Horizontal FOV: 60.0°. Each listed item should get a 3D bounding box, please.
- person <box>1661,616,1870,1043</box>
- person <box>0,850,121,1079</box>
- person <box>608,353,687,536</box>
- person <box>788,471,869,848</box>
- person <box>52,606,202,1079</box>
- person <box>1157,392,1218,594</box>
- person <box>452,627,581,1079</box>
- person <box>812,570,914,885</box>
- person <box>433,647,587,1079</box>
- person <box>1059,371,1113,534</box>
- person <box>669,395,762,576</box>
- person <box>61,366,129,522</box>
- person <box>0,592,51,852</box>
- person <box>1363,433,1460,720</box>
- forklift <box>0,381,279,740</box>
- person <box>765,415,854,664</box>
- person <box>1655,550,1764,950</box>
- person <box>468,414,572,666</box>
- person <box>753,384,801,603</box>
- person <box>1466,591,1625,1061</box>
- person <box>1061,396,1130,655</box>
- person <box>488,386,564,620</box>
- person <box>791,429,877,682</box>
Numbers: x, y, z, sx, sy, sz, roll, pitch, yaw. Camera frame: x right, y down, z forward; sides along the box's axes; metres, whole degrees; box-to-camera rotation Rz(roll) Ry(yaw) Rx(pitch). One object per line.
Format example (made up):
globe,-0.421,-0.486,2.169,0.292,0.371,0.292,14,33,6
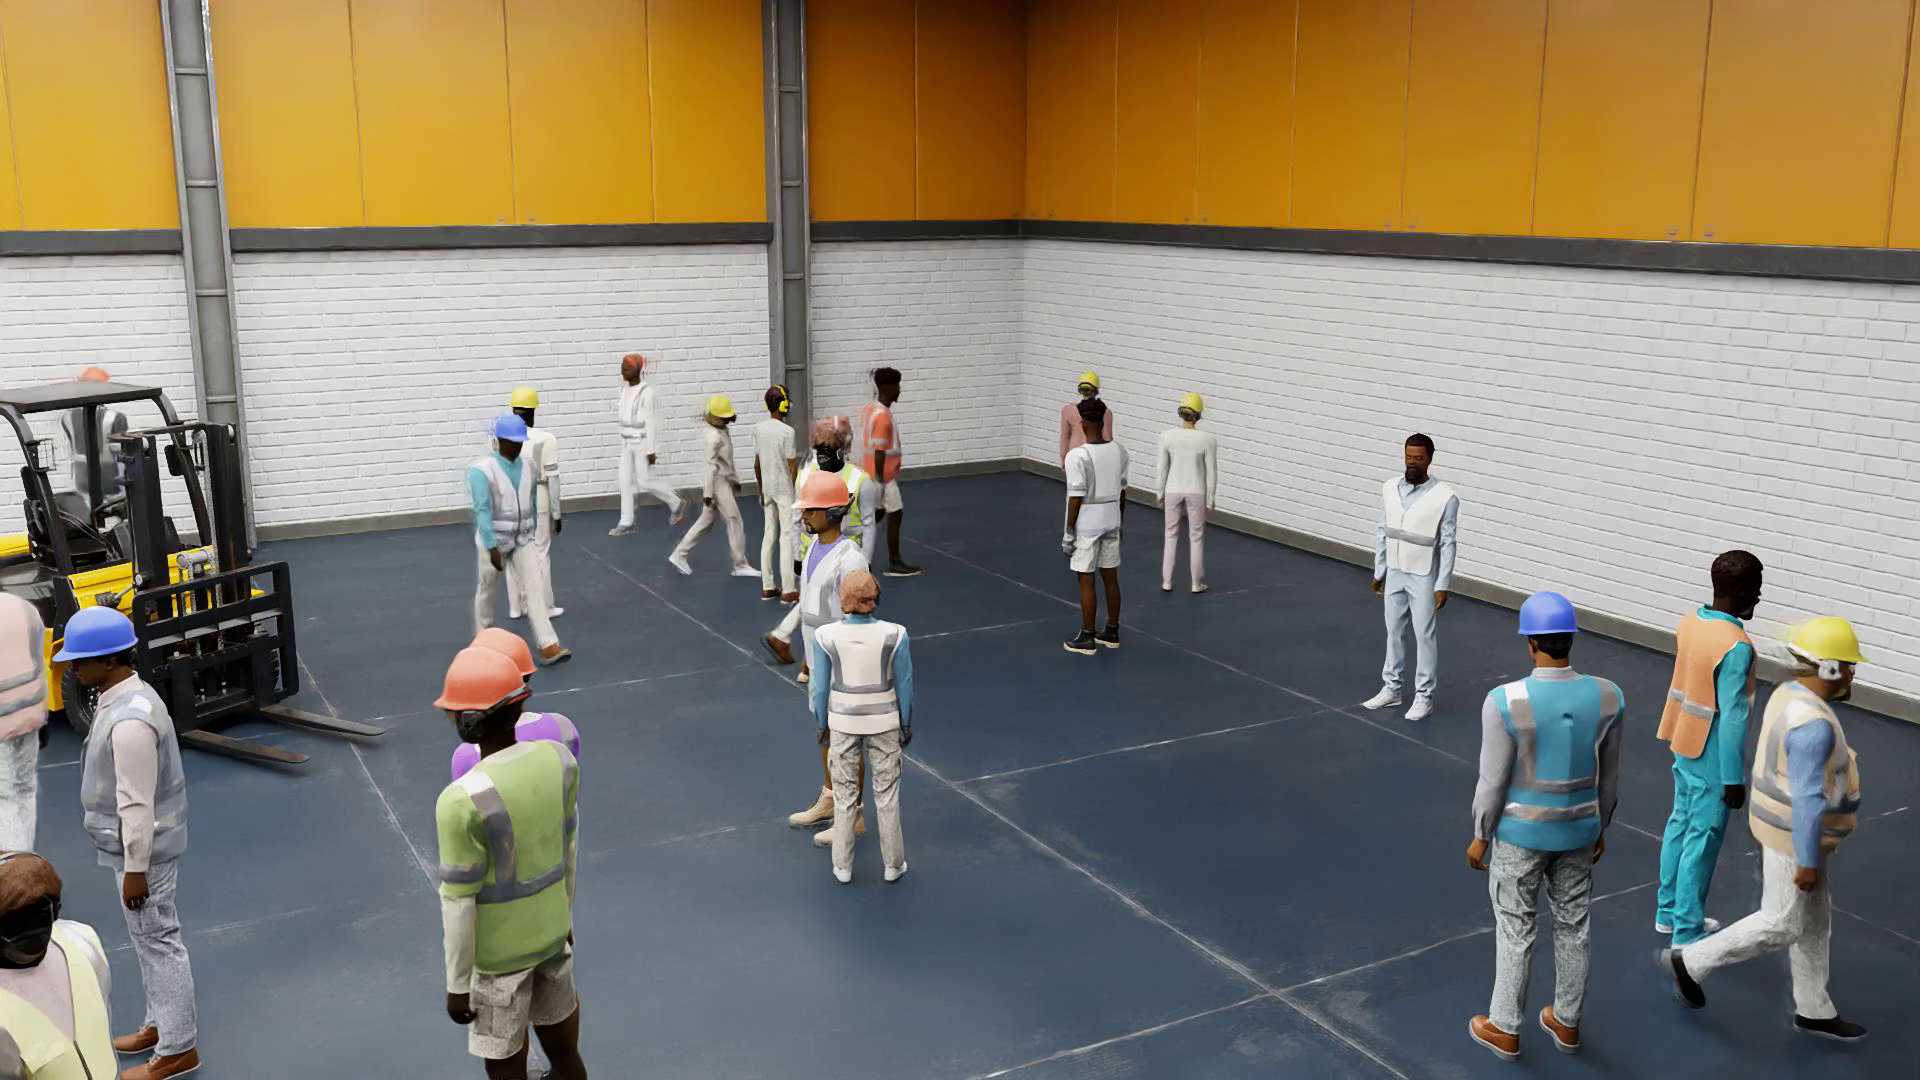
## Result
person,3.422,1.194,6.920,0.742,1.806,0.599,5,13,23
person,-2.458,1.704,4.457,0.430,1.840,0.623,3,12,13
person,-3.233,-0.985,17.018,0.790,1.861,0.583,-10,16,-39
person,-0.710,0.637,8.969,0.377,2.045,0.605,-6,14,-27
person,-3.272,1.201,6.582,0.414,1.939,0.599,-7,14,-28
person,1.984,-0.410,14.536,0.532,1.767,0.326,4,13,18
person,-1.675,1.274,6.259,0.389,1.930,0.544,9,15,35
person,-0.488,0.954,8.438,0.513,1.640,0.311,0,12,0
person,-1.543,1.352,5.658,0.417,2.035,0.609,6,13,25
person,1.234,-0.770,16.246,0.532,1.758,0.344,4,13,17
person,-2.249,-0.487,15.067,0.826,1.690,0.512,-1,12,-4
person,-7.387,-0.509,14.478,0.601,1.993,0.940,1,12,3
person,-4.772,0.938,8.150,0.618,1.816,0.627,4,13,17
person,3.034,0.234,11.147,0.384,1.921,0.596,-10,15,-38
forklift,-5.853,0.085,11.199,2.313,2.155,1.214,7,14,28
person,-0.991,-0.002,12.377,0.893,1.872,0.639,-1,12,-3
person,3.445,0.982,7.676,0.397,1.911,0.587,1,12,3
person,-3.333,0.002,12.326,1.053,1.877,0.612,11,16,41
person,-1.530,-0.390,14.201,0.511,1.868,0.328,10,15,38
person,2.355,1.165,6.745,0.603,1.938,0.402,-2,12,-9
person,1.019,-0.110,12.654,0.609,1.963,0.367,-9,15,-37
person,-3.541,-0.296,13.621,0.594,1.924,0.376,2,12,8
person,-0.914,0.126,11.838,0.635,1.842,0.429,4,13,19
